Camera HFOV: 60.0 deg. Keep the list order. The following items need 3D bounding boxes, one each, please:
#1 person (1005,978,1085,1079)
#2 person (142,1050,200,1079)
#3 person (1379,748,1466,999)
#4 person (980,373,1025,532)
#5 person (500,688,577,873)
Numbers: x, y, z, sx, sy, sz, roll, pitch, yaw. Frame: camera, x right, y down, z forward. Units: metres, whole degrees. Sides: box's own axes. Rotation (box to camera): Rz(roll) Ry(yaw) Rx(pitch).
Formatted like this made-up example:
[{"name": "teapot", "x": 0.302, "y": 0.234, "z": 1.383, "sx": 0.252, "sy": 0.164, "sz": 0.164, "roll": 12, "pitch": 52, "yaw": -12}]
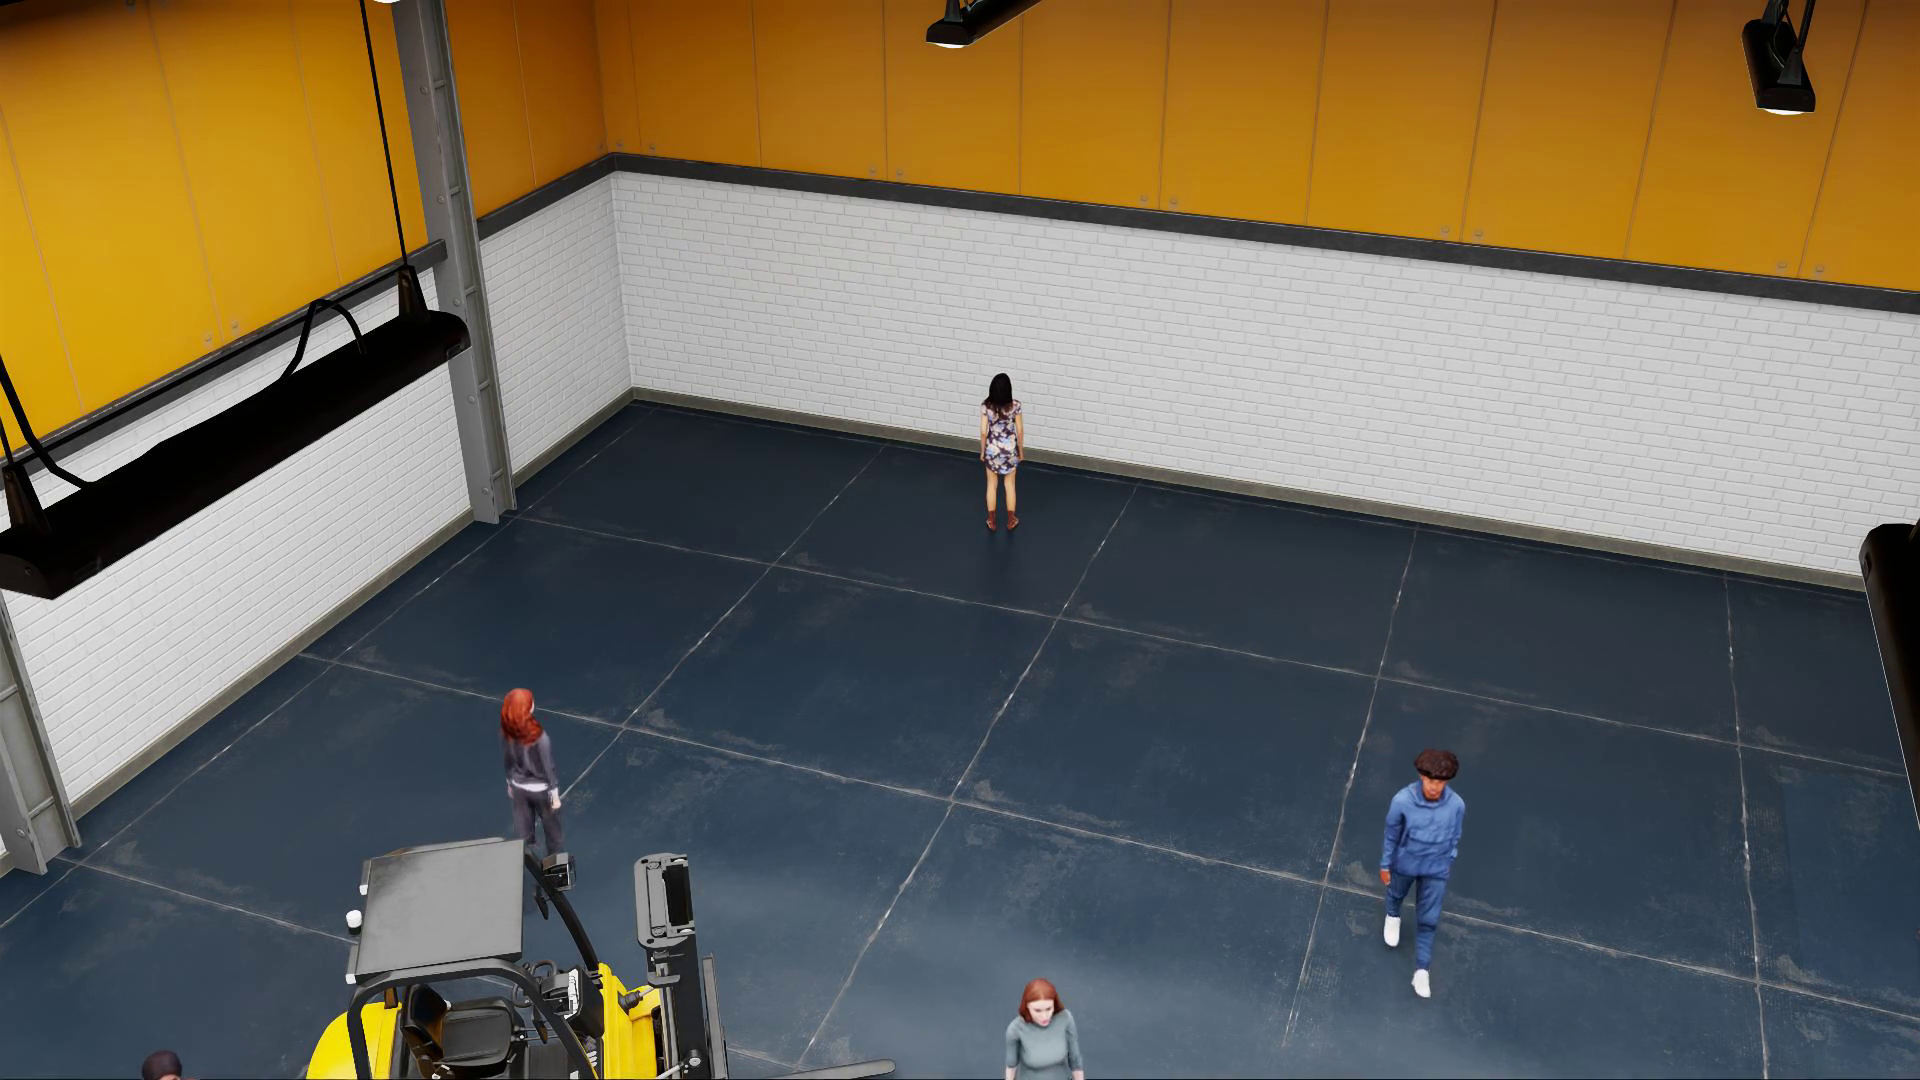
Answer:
[{"name": "person", "x": 0.450, "y": 3.151, "z": 9.641, "sx": 1.062, "sy": 1.699, "sz": 1.200, "roll": -9, "pitch": 30, "yaw": -16}, {"name": "person", "x": -4.248, "y": 3.423, "z": 9.176, "sx": 1.116, "sy": 1.667, "sz": 1.066, "roll": -18, "pitch": 34, "yaw": -30}, {"name": "person", "x": 3.136, "y": 2.143, "z": 11.415, "sx": 0.836, "sy": 1.769, "sz": 1.188, "roll": 4, "pitch": 29, "yaw": 8}, {"name": "person", "x": 0.422, "y": -0.900, "z": 17.033, "sx": 0.657, "sy": 1.733, "sz": 0.618, "roll": 1, "pitch": 29, "yaw": 2}, {"name": "person", "x": -3.109, "y": 1.856, "z": 11.953, "sx": 0.642, "sy": 1.759, "sz": 0.973, "roll": 13, "pitch": 31, "yaw": 23}]
